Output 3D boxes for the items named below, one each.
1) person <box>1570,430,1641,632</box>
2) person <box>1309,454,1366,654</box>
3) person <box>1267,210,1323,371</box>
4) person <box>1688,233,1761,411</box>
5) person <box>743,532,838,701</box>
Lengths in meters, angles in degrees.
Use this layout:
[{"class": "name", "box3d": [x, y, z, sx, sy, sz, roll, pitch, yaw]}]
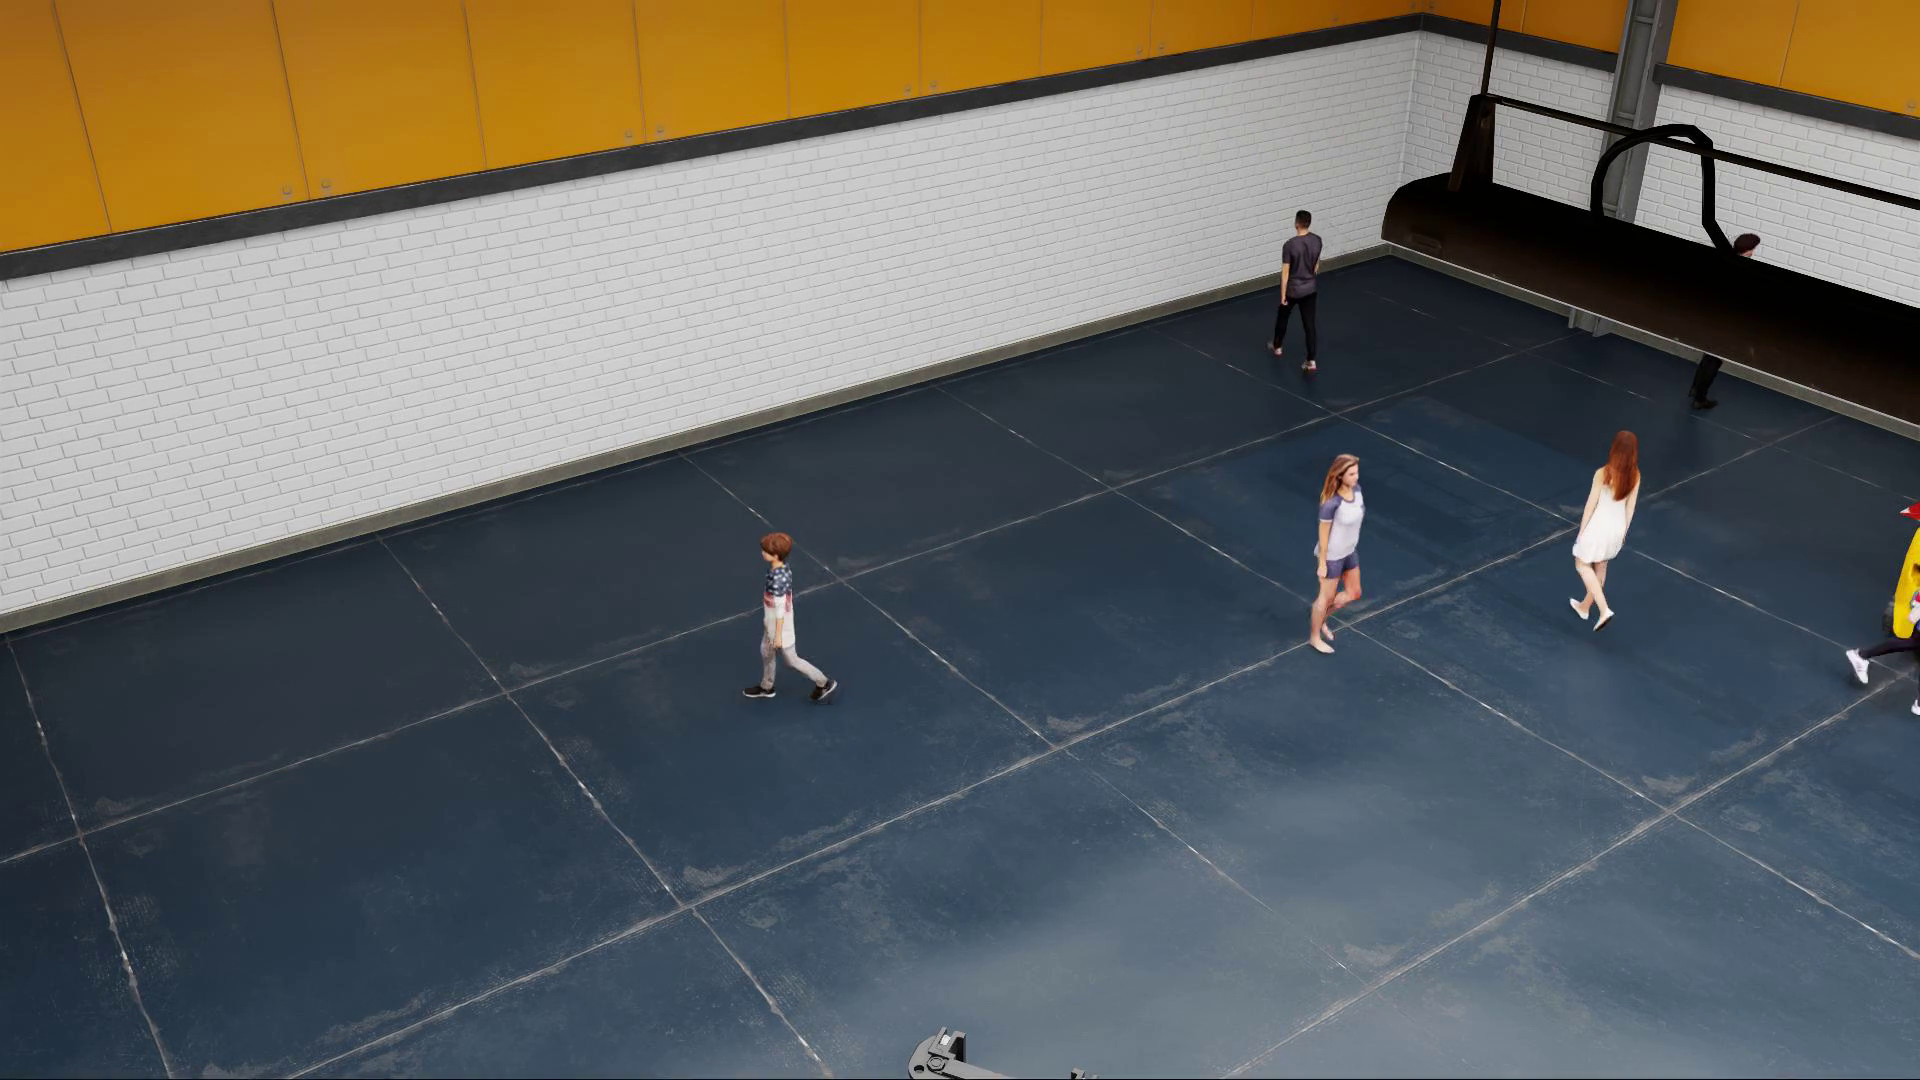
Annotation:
[{"class": "person", "box3d": [5.128, -0.041, 13.148, 0.822, 1.702, 0.999, -3, 29, -6]}, {"class": "person", "box3d": [2.848, 0.082, 12.905, 0.641, 1.719, 0.644, -23, 36, -36]}, {"class": "person", "box3d": [3.699, -2.646, 17.902, 0.956, 1.724, 1.247, -5, 29, -10]}, {"class": "person", "box3d": [7.685, -2.193, 16.917, 0.836, 1.871, 0.666, -10, 30, -18]}, {"class": "person", "box3d": [-1.263, 0.595, 12.282, 0.896, 1.416, 0.941, -1, 29, -3]}]
